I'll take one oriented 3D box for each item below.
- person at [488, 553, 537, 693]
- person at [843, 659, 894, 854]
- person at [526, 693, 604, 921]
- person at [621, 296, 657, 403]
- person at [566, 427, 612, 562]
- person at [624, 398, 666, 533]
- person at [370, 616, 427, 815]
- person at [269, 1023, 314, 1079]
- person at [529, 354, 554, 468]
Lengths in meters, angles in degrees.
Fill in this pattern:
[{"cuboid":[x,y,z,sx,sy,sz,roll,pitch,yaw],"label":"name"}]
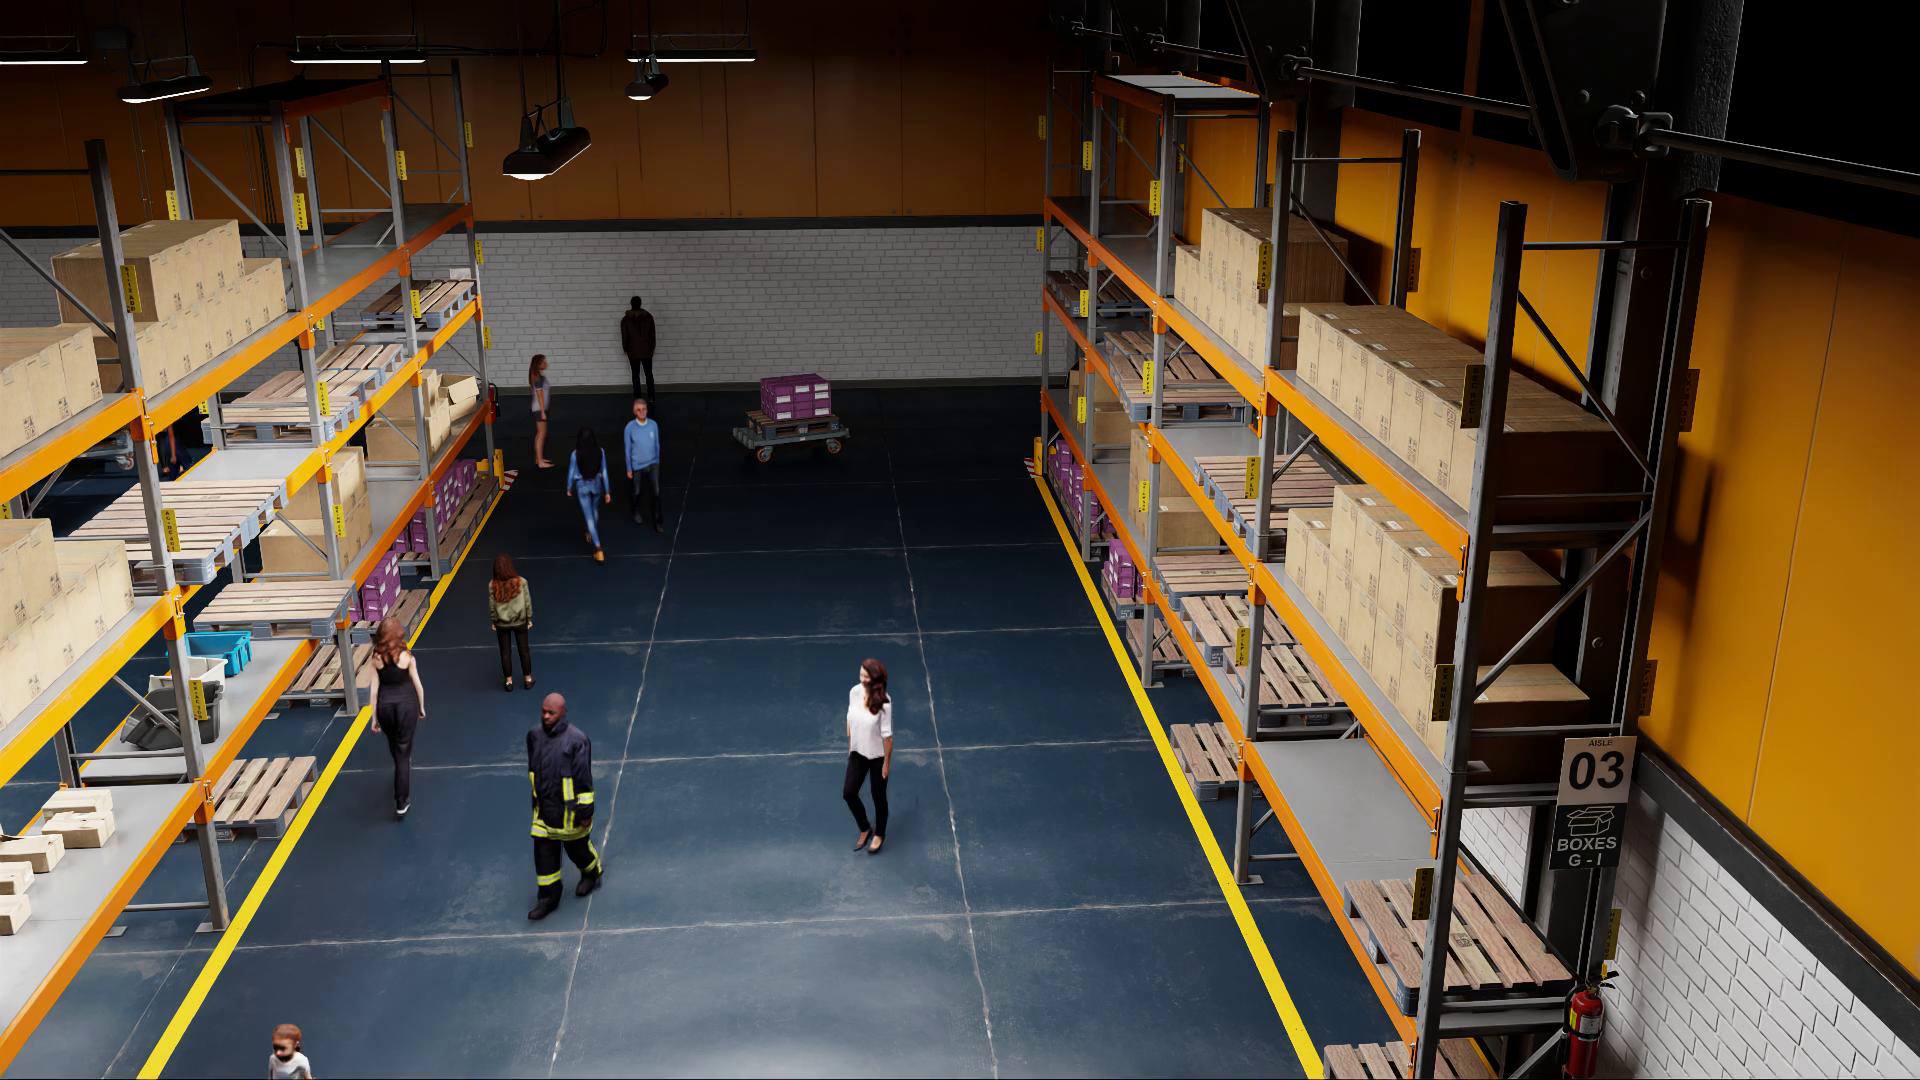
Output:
[{"cuboid":[-4.623,0.839,17.134,0.601,1.475,0.543,-4,19,-12],"label":"person"},{"cuboid":[-0.689,1.783,13.858,0.753,1.777,0.795,12,22,31],"label":"person"},{"cuboid":[-3.097,2.019,13.117,1.008,1.802,1.172,6,20,18],"label":"person"},{"cuboid":[-5.556,-3.307,28.866,0.803,1.845,0.735,-5,19,-15],"label":"person"},{"cuboid":[-4.637,-0.542,20.933,1.003,1.667,1.278,-11,22,-30],"label":"person"},{"cuboid":[-4.260,-1.019,22.183,0.943,1.774,1.261,-9,21,-25],"label":"person"},{"cuboid":[-4.959,1.582,14.613,0.654,1.676,1.176,-3,19,-10],"label":"person"},{"cuboid":[-4.069,3.407,10.257,0.590,0.998,0.786,5,19,15],"label":"person"},{"cuboid":[-6.326,-1.956,25.048,0.673,1.722,0.504,-6,20,-18],"label":"person"}]
